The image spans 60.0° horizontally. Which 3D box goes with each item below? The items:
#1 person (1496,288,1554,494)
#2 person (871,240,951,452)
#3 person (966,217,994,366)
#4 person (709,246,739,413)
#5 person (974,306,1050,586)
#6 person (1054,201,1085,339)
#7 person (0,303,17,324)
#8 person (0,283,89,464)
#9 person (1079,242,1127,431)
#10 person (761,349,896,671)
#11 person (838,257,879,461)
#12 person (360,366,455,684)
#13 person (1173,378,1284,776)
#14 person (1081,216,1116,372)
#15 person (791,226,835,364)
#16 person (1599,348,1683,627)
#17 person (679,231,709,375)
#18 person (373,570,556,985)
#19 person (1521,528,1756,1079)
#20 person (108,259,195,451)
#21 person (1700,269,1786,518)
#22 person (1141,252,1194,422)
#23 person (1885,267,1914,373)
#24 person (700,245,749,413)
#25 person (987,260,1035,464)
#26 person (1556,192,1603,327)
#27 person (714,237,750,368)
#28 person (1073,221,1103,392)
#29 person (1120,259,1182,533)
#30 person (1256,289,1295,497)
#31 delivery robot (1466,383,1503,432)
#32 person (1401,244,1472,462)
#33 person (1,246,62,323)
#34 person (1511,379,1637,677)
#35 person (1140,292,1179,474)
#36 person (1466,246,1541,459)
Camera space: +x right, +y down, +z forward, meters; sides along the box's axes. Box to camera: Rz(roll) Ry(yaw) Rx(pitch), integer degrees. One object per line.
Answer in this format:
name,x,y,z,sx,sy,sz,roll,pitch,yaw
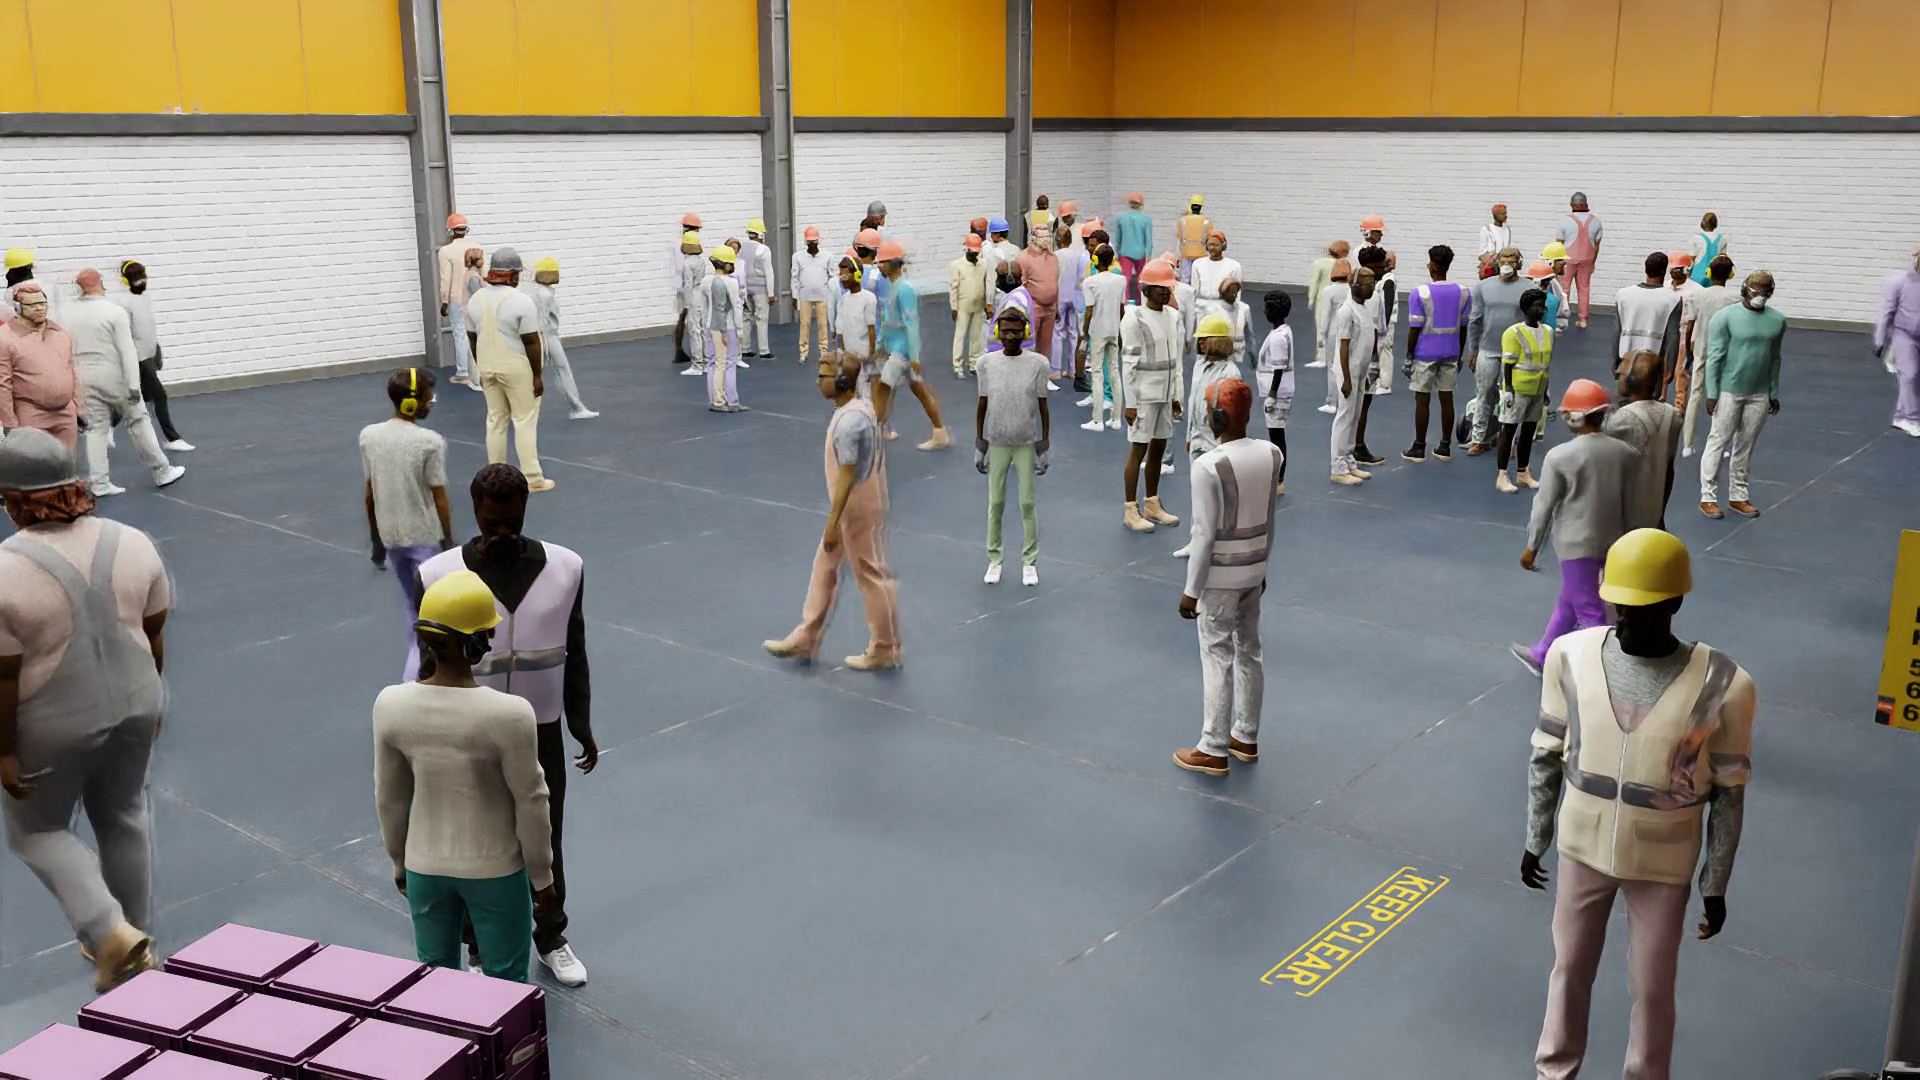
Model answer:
person,4.706,-1.241,13.831,0.533,1.697,0.318,-8,16,-28
person,-0.586,-1.771,15.384,1.104,1.976,0.599,-1,14,-6
person,0.266,-3.082,20.802,0.342,1.885,0.586,-2,14,-9
person,-2.495,-2.233,17.677,0.345,1.758,0.532,-1,14,-5
person,0.346,-0.618,11.020,0.508,1.860,0.326,2,14,9
person,1.665,-3.889,23.913,0.639,1.951,0.890,7,16,25
person,-8.758,-1.571,15.034,0.529,1.761,0.341,-3,14,-11
person,-6.638,-0.907,12.071,0.402,1.906,0.652,7,16,25
person,1.416,-2.018,16.582,0.517,1.873,0.334,-7,16,-27
person,-0.748,-0.140,9.187,0.852,1.814,0.540,-1,14,-6
person,-0.927,-1.618,15.024,0.335,1.854,0.532,-10,17,-36
person,-2.852,0.019,8.551,0.571,1.830,0.847,4,15,16
person,1.251,0.172,7.800,0.574,1.886,0.356,-13,19,-41
person,1.645,-3.039,20.590,0.409,1.907,0.651,-6,15,-23
person,-1.871,-3.129,21.257,0.576,1.749,0.334,-2,14,-6
person,3.641,-0.121,9.054,0.518,1.843,0.332,-6,15,-24
person,-3.266,-2.899,20.358,0.289,1.746,0.486,4,15,15
person,-1.441,0.954,4.919,0.532,1.767,0.328,3,14,12
person,1.922,0.898,4.815,0.594,1.924,0.382,10,17,36
person,-7.668,-1.700,15.433,0.827,1.818,0.578,0,14,-1
person,6.074,-1.130,12.910,0.627,1.934,0.370,-2,14,-9
person,2.104,-2.071,17.052,0.575,1.739,0.342,-1,14,-6
person,11.637,-2.777,20.170,0.506,1.596,0.876,0,14,0
person,-2.517,-2.238,17.675,0.523,1.769,0.314,8,16,29
person,0.459,-1.596,14.984,0.428,1.836,0.623,2,14,7
person,9.265,-4.231,25.082,0.683,2.000,0.535,-1,14,-2
person,-2.849,-2.950,20.781,0.312,1.638,0.512,10,17,36
person,1.482,-2.669,19.048,0.379,1.937,0.548,1,14,4
person,1.464,-1.084,12.500,0.374,2.042,0.615,13,19,43
person,2.592,-1.205,13.689,0.318,1.696,0.535,3,14,11
delivery robot,5.157,-1.278,16.103,0.477,0.478,0.707,9,16,31
person,4.295,-1.683,15.049,0.607,1.966,0.367,-4,15,-14
person,-8.648,-1.796,15.628,0.471,1.910,0.607,7,16,25
person,3.272,-0.001,8.849,0.563,1.703,0.872,-8,16,-28
person,1.752,-1.394,14.570,0.279,1.633,0.505,-3,14,-10
person,4.965,-1.716,15.239,0.631,1.940,0.372,6,15,22
